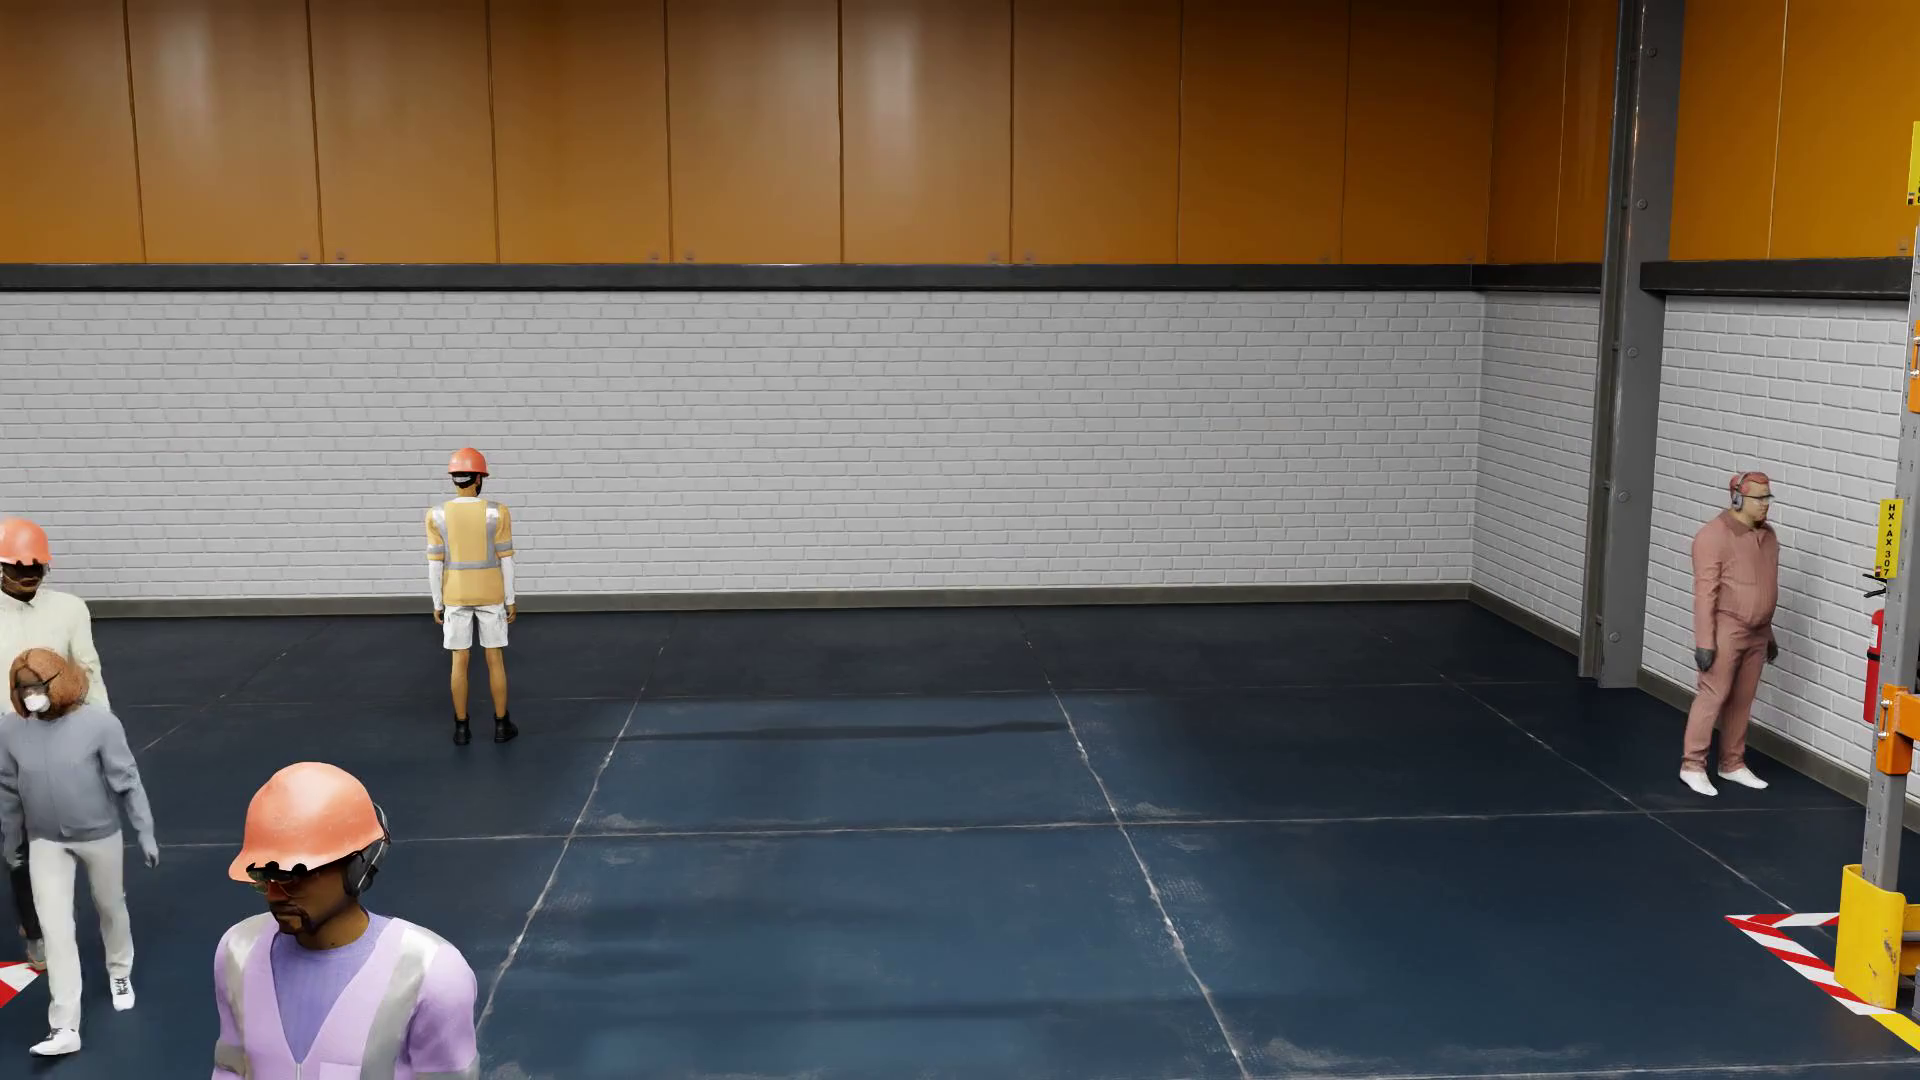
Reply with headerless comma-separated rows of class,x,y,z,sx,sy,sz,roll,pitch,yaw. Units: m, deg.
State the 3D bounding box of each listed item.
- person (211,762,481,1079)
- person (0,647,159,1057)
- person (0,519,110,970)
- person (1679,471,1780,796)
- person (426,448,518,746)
person,-1.316,1.462,3.533,0.613,2.043,0.374,2,9,13
person,-3.491,1.201,6.575,0.613,1.574,0.840,-2,9,-12
person,-4.057,0.893,7.334,0.820,1.962,0.645,7,11,37
person,4.560,0.540,9.754,0.653,1.906,0.402,-5,10,-29
person,-3.143,0.368,10.757,0.542,1.929,0.374,-1,9,-9
